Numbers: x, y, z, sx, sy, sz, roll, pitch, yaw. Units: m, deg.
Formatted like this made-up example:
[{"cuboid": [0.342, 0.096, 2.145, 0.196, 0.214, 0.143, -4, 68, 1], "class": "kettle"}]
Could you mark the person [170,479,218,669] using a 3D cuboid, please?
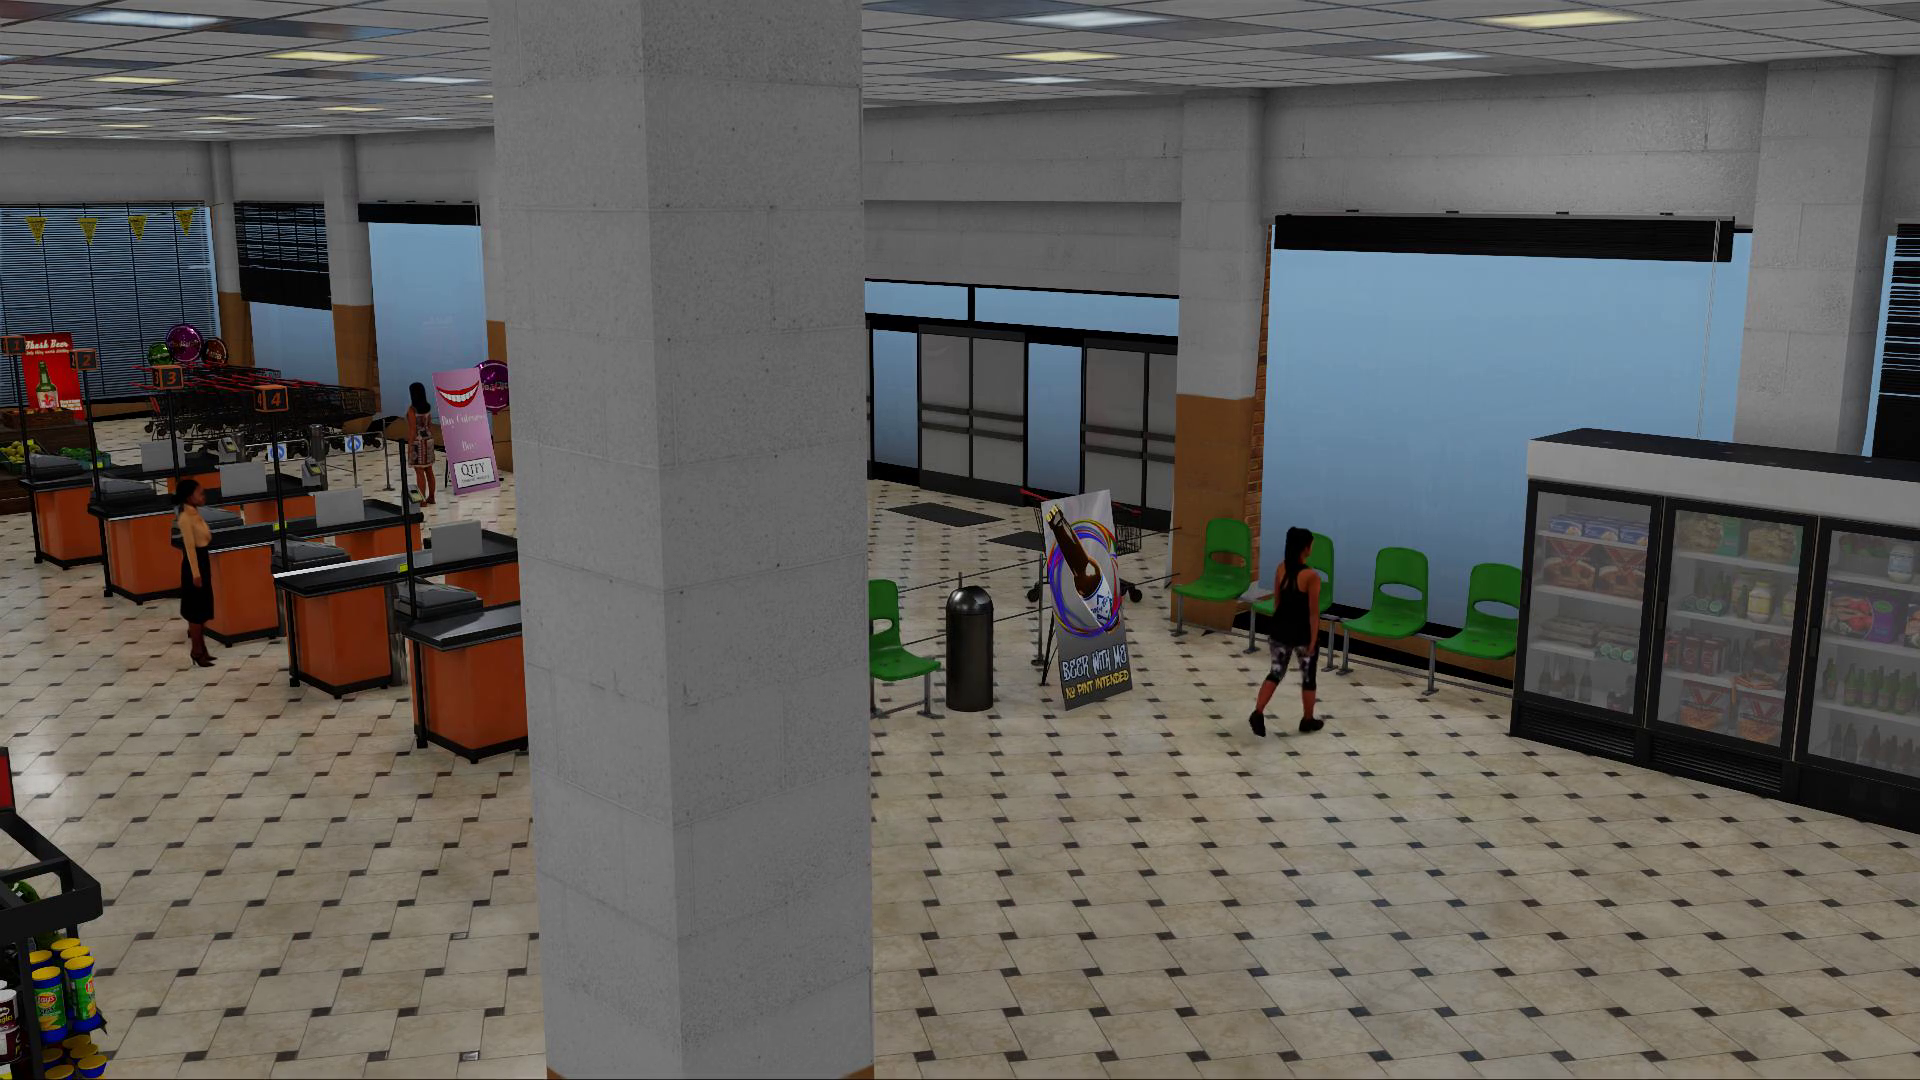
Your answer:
[{"cuboid": [-6.693, 0.284, 14.586, 0.678, 1.655, 0.659, -3, 12, -16], "class": "person"}]

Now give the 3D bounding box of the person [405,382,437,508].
[{"cuboid": [-7.128, -1.272, 22.000, 0.785, 1.645, 0.642, 4, 12, 17], "class": "person"}]

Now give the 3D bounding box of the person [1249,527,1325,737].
[{"cuboid": [2.479, 0.710, 12.591, 0.604, 1.645, 0.987, 11, 16, 43], "class": "person"}]
